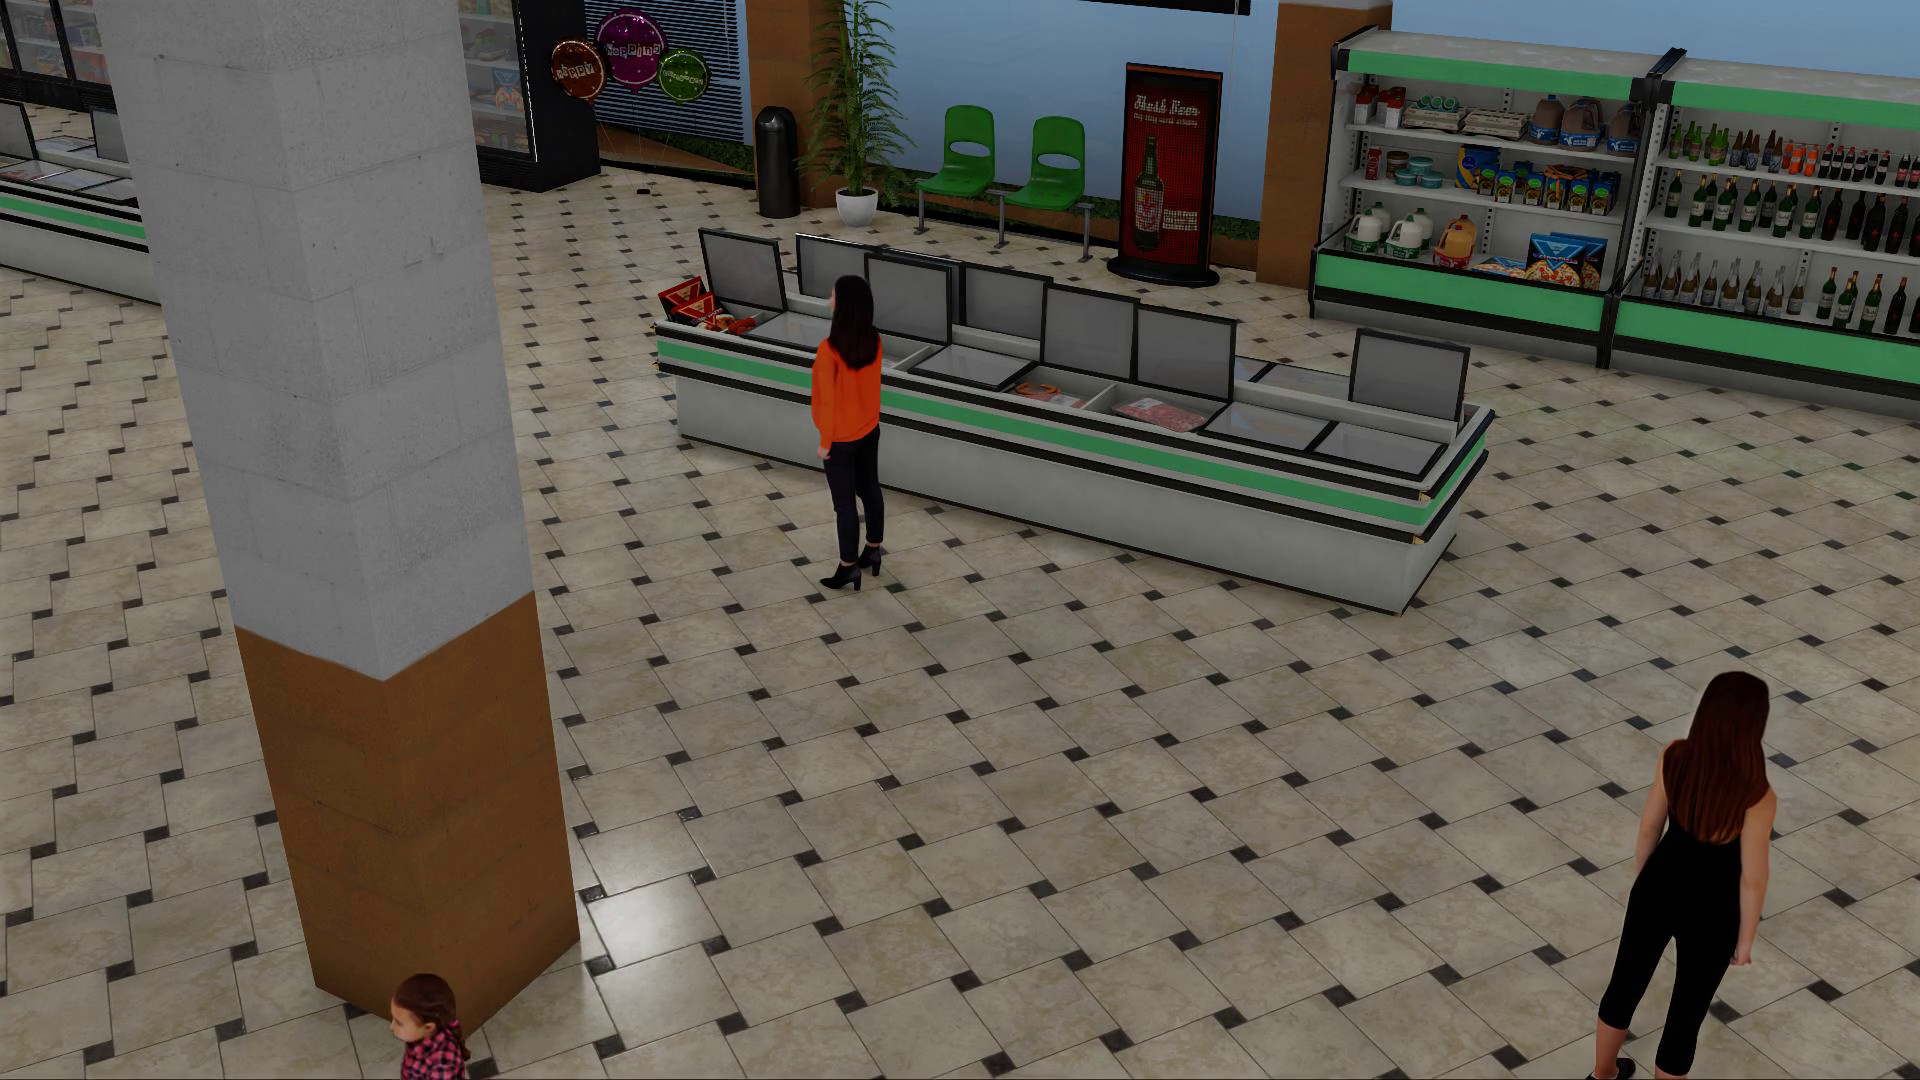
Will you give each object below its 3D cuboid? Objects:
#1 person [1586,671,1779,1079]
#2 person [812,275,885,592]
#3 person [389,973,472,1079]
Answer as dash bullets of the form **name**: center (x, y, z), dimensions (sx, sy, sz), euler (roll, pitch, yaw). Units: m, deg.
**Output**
- **person**: center (2.319, 1.174, 5.338), dimensions (0.711, 1.726, 0.594), euler (-16, 31, -28)
- **person**: center (-0.567, -0.562, 8.737), dimensions (0.564, 1.747, 0.624), euler (17, 31, 30)
- **person**: center (-1.516, 1.727, 5.033), dimensions (0.589, 1.015, 0.528), euler (-16, 31, -29)
